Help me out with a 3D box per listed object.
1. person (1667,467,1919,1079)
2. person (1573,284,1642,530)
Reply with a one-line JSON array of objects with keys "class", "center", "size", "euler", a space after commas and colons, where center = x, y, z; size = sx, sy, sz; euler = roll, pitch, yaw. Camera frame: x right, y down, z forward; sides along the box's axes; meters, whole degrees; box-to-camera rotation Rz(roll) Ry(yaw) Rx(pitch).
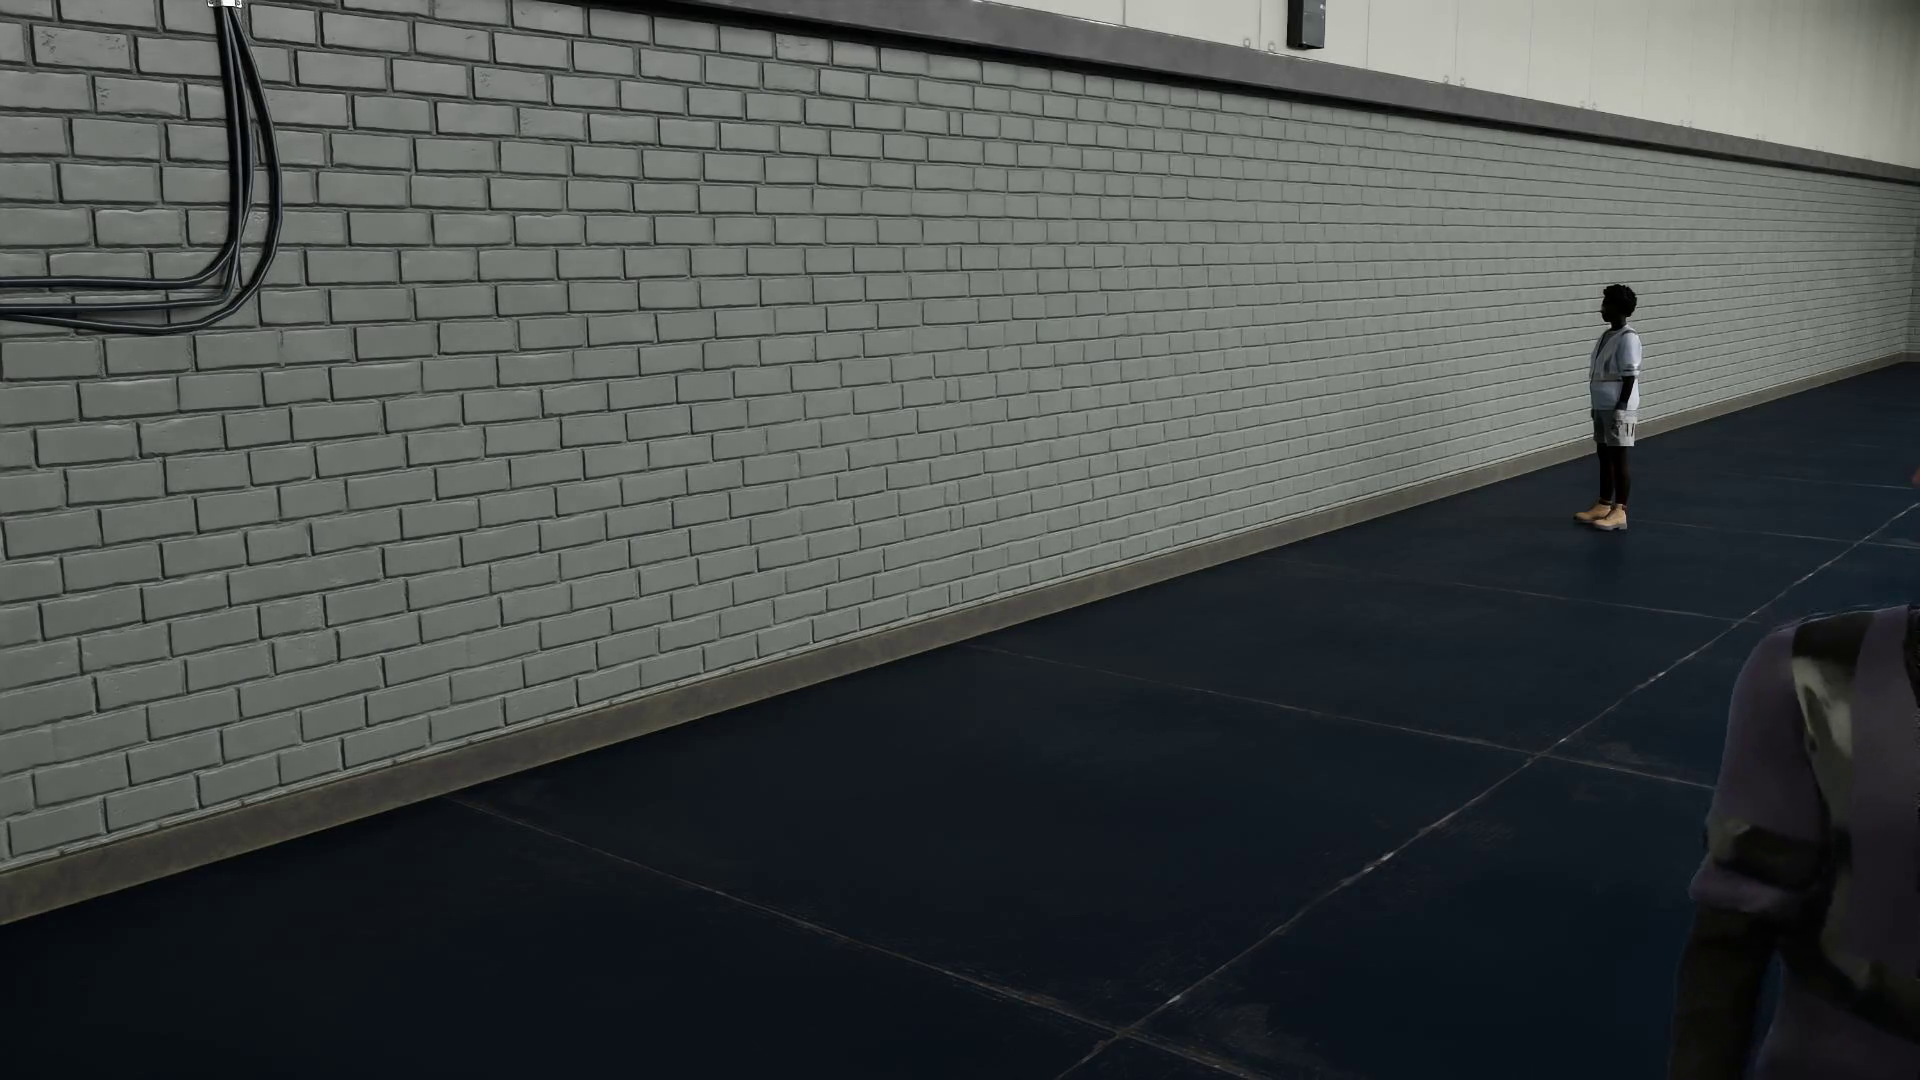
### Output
[{"class": "person", "center": [1.059, 0.733, 1.817], "size": [0.558, 1.904, 0.888], "euler": [7, 12, 34]}, {"class": "person", "center": [4.550, -0.928, 11.611], "size": [0.318, 1.697, 0.535], "euler": [0, 10, 0]}]
